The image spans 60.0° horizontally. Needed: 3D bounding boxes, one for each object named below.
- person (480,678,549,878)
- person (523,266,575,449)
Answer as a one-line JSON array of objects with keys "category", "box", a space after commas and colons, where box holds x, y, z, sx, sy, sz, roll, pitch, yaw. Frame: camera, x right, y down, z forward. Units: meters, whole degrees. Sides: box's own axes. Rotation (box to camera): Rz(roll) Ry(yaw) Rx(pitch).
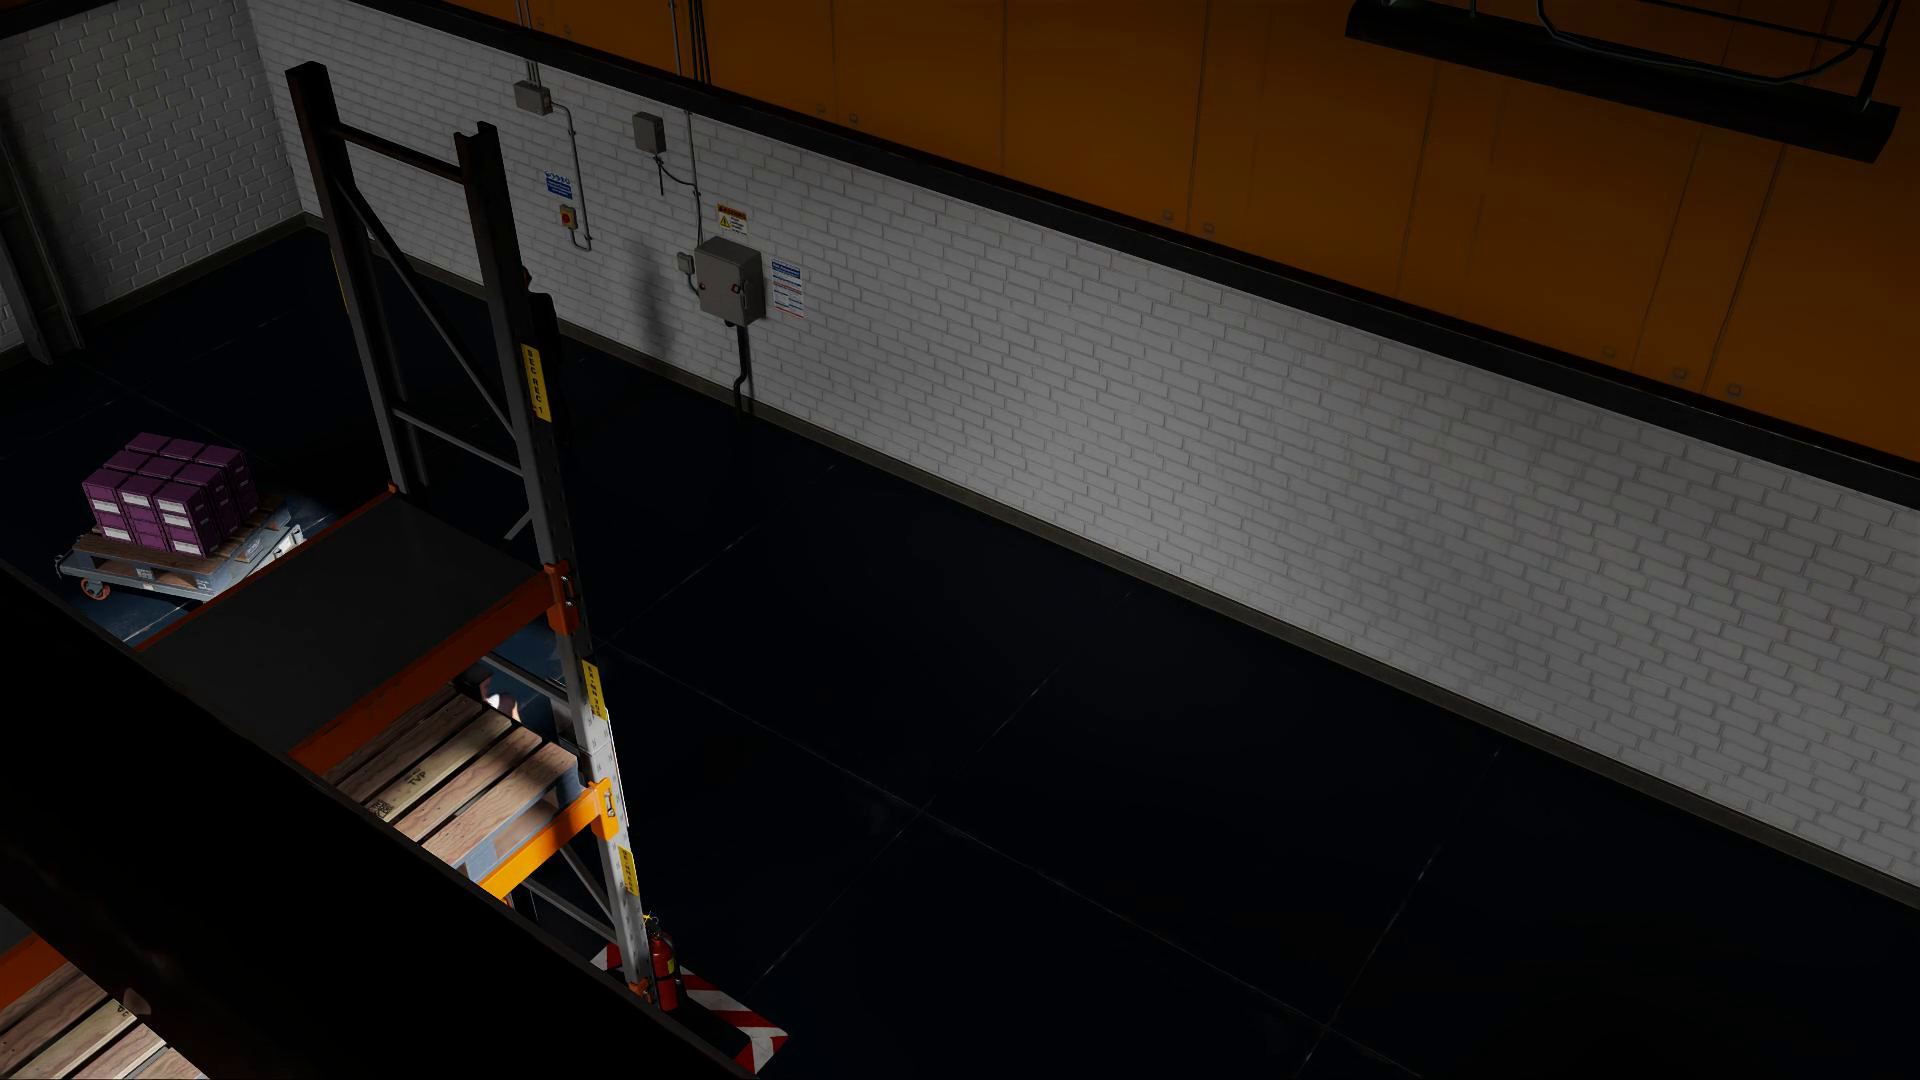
[{"category": "person", "box": [-2.823, 1.466, 10.279, 0.638, 1.794, 0.409, 25, 45, 28]}, {"category": "person", "box": [-3.568, -1.503, 13.993, 0.593, 1.799, 0.781, -30, 47, -32]}]
